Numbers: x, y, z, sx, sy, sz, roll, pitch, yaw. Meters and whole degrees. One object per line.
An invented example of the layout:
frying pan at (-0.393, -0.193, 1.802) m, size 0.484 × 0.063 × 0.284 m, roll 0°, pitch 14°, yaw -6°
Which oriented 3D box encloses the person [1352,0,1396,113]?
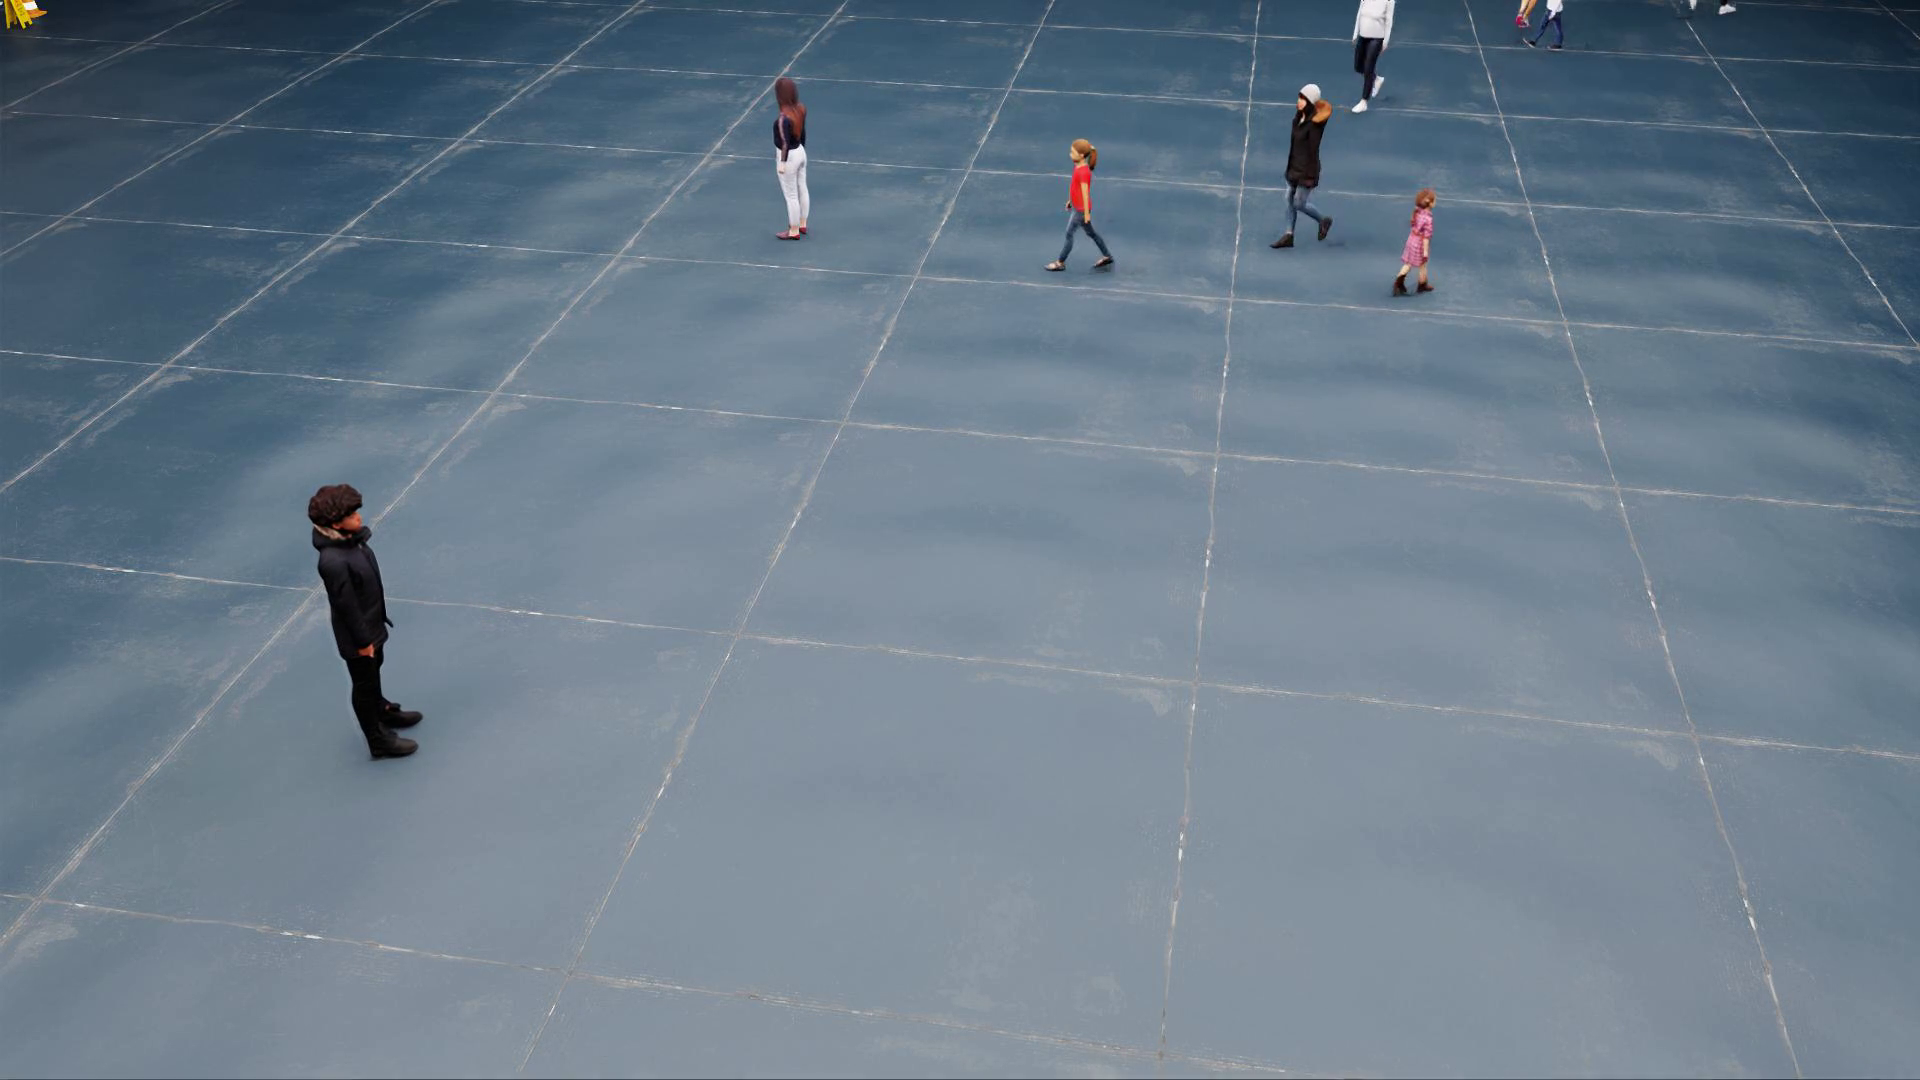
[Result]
person at (4.968, -5.990, 19.856) m, size 0.960 × 1.687 × 0.928 m, roll -26°, pitch 40°, yaw -35°

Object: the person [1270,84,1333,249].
person at (3.384, -3.597, 16.126) m, size 0.978 × 1.618 × 0.853 m, roll -10°, pitch 34°, yaw -16°

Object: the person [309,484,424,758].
person at (-3.461, 0.457, 9.554) m, size 0.688 × 1.774 × 0.695 m, roll -5°, pitch 33°, yaw -8°

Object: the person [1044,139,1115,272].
person at (1.219, -3.140, 15.713) m, size 0.937 × 1.285 × 0.602 m, roll 0°, pitch 32°, yaw 0°

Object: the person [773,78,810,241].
person at (-1.673, -3.755, 16.385) m, size 0.608 × 1.610 × 0.648 m, roll 13°, pitch 35°, yaw 20°

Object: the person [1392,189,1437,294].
person at (4.201, -2.746, 15.338) m, size 0.723 × 1.019 × 0.612 m, roll -13°, pitch 34°, yaw -19°

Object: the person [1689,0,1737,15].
person at (10.751, -8.248, 23.402) m, size 1.113 × 1.721 × 0.787 m, roll -5°, pitch 33°, yaw -7°

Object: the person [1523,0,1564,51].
person at (7.961, -7.044, 22.088) m, size 0.775 × 1.086 × 0.547 m, roll -1°, pitch 32°, yaw -2°
